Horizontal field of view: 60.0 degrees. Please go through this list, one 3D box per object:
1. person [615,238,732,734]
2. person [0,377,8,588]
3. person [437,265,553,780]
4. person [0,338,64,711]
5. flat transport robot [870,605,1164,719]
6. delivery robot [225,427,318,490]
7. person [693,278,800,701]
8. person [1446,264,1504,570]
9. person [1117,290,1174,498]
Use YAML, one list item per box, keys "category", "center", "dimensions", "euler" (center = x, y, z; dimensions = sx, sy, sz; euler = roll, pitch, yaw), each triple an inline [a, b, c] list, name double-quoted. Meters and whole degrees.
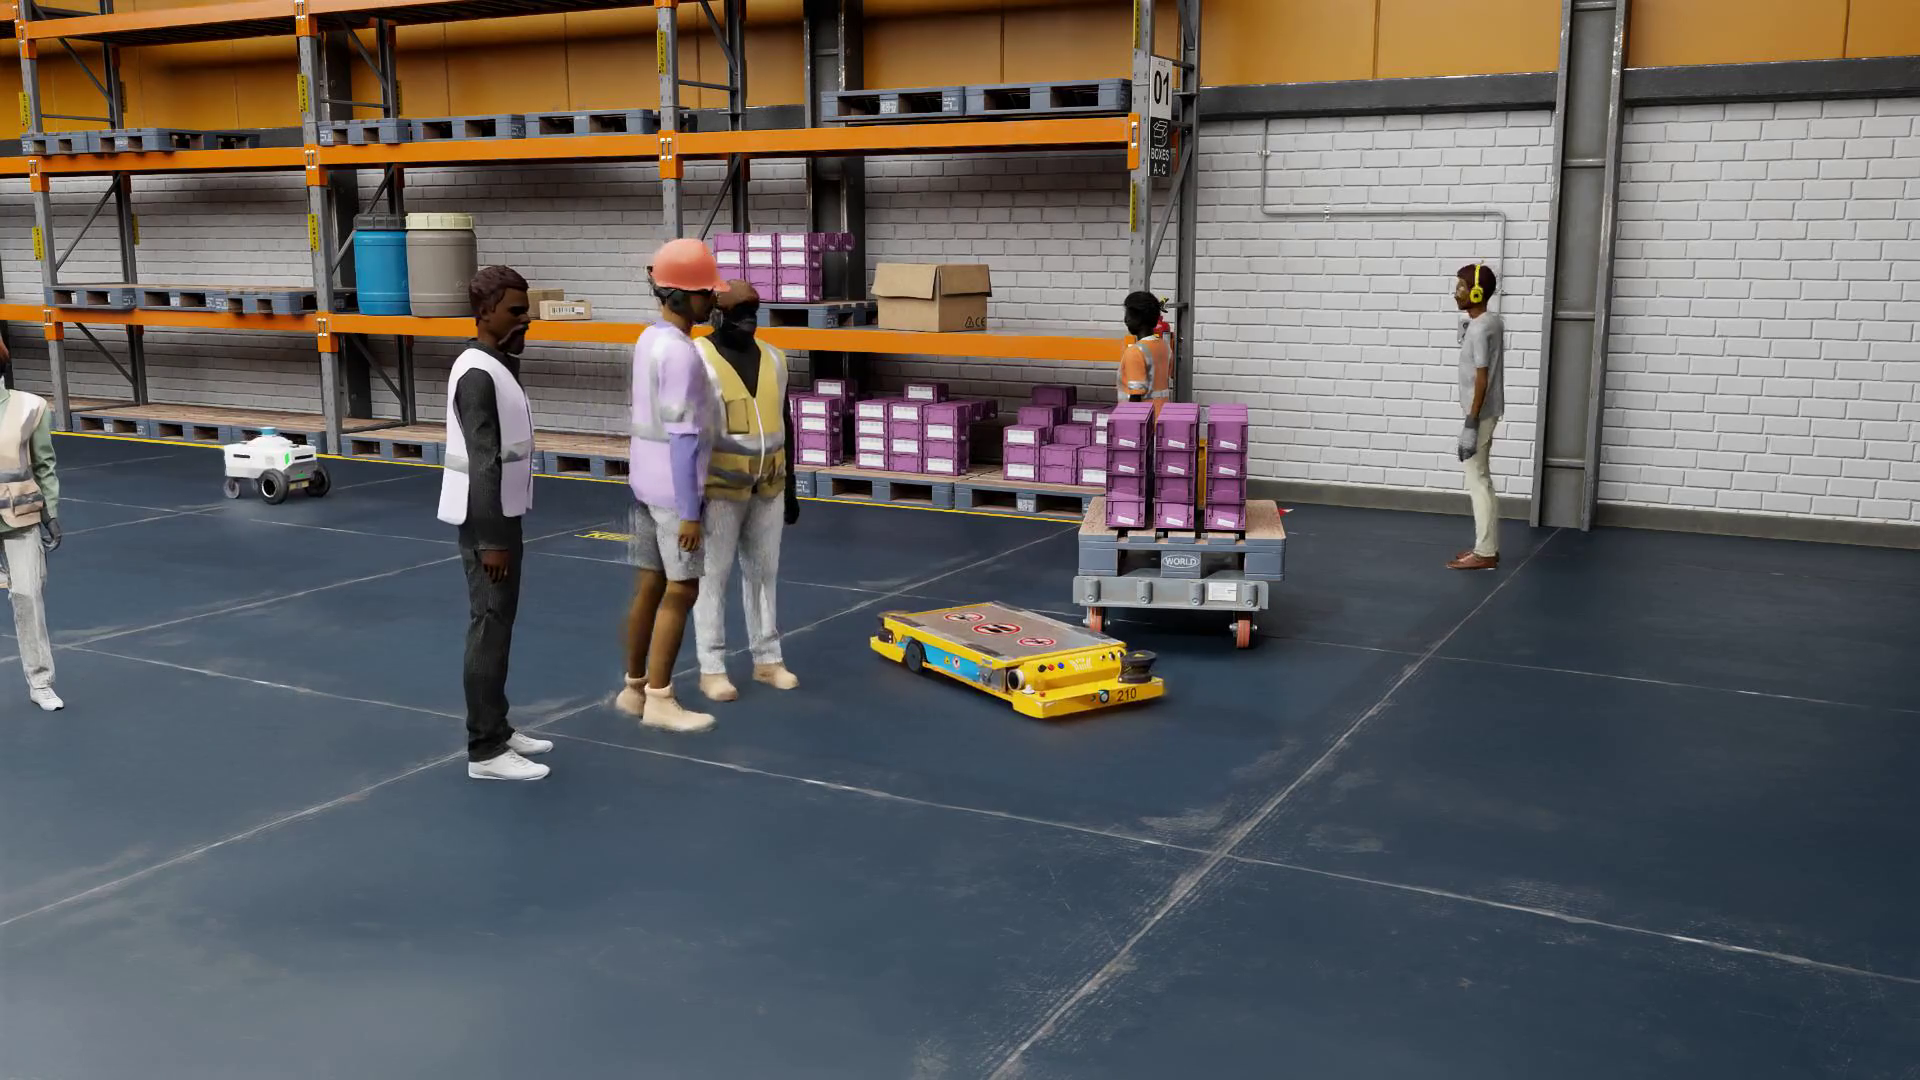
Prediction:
- category: "person"
  center: [-1.200, -0.210, 6.837]
  dimensions: [0.454, 2.019, 0.752]
  euler: [-5, 12, -27]
- category: "person"
  center: [-5.680, -0.629, 9.452]
  dimensions: [0.355, 1.883, 0.572]
  euler: [6, 12, 30]
- category: "person"
  center: [-1.759, -0.063, 6.260]
  dimensions: [0.379, 1.916, 0.591]
  euler: [-2, 10, -10]
- category: "person"
  center: [-4.069, -0.060, 7.010]
  dimensions: [0.513, 1.638, 0.307]
  euler: [-8, 13, -38]
- category: "flat transport robot"
  center: [0.225, 0.513, 7.613]
  dimensions: [0.652, 0.197, 1.431]
  euler: [-7, 12, -32]
- category: "delivery robot"
  center: [-5.323, -0.630, 12.842]
  dimensions: [0.707, 0.478, 0.477]
  euler: [5, 11, 25]
- category: "person"
  center: [-0.982, -0.225, 7.354]
  dimensions: [0.628, 1.844, 0.429]
  euler: [-9, 13, -39]
- category: "person"
  center: [3.157, -0.729, 10.122]
  dimensions: [0.358, 1.854, 0.600]
  euler: [4, 11, 22]
- category: "person"
  center: [1.129, -0.678, 10.227]
  dimensions: [0.320, 1.698, 0.531]
  euler: [6, 12, 28]
